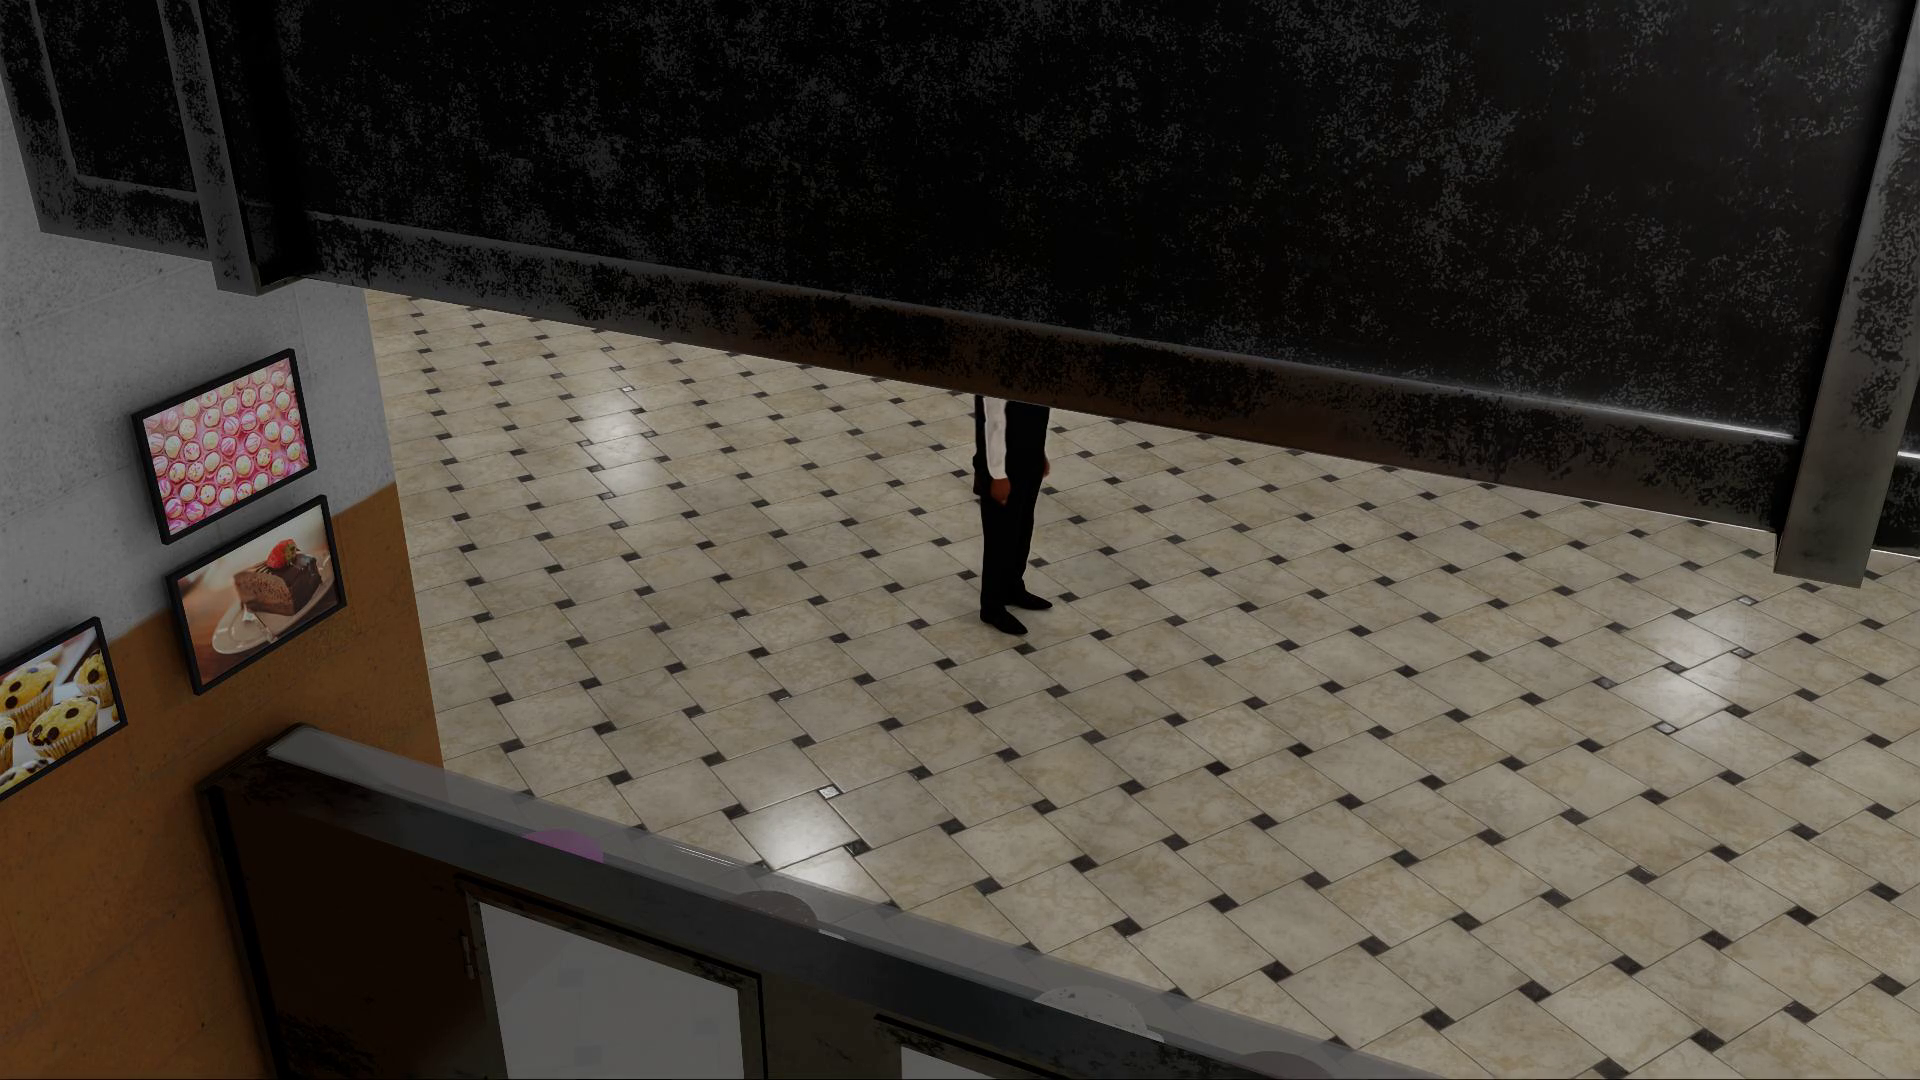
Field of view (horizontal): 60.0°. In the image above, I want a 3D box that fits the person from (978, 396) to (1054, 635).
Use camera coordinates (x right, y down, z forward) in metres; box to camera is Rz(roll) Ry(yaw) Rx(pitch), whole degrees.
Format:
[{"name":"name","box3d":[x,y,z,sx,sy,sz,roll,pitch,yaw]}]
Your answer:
[{"name":"person","box3d":[0.274,-0.458,8.701,0.751,1.919,0.513,13,30,25]}]
